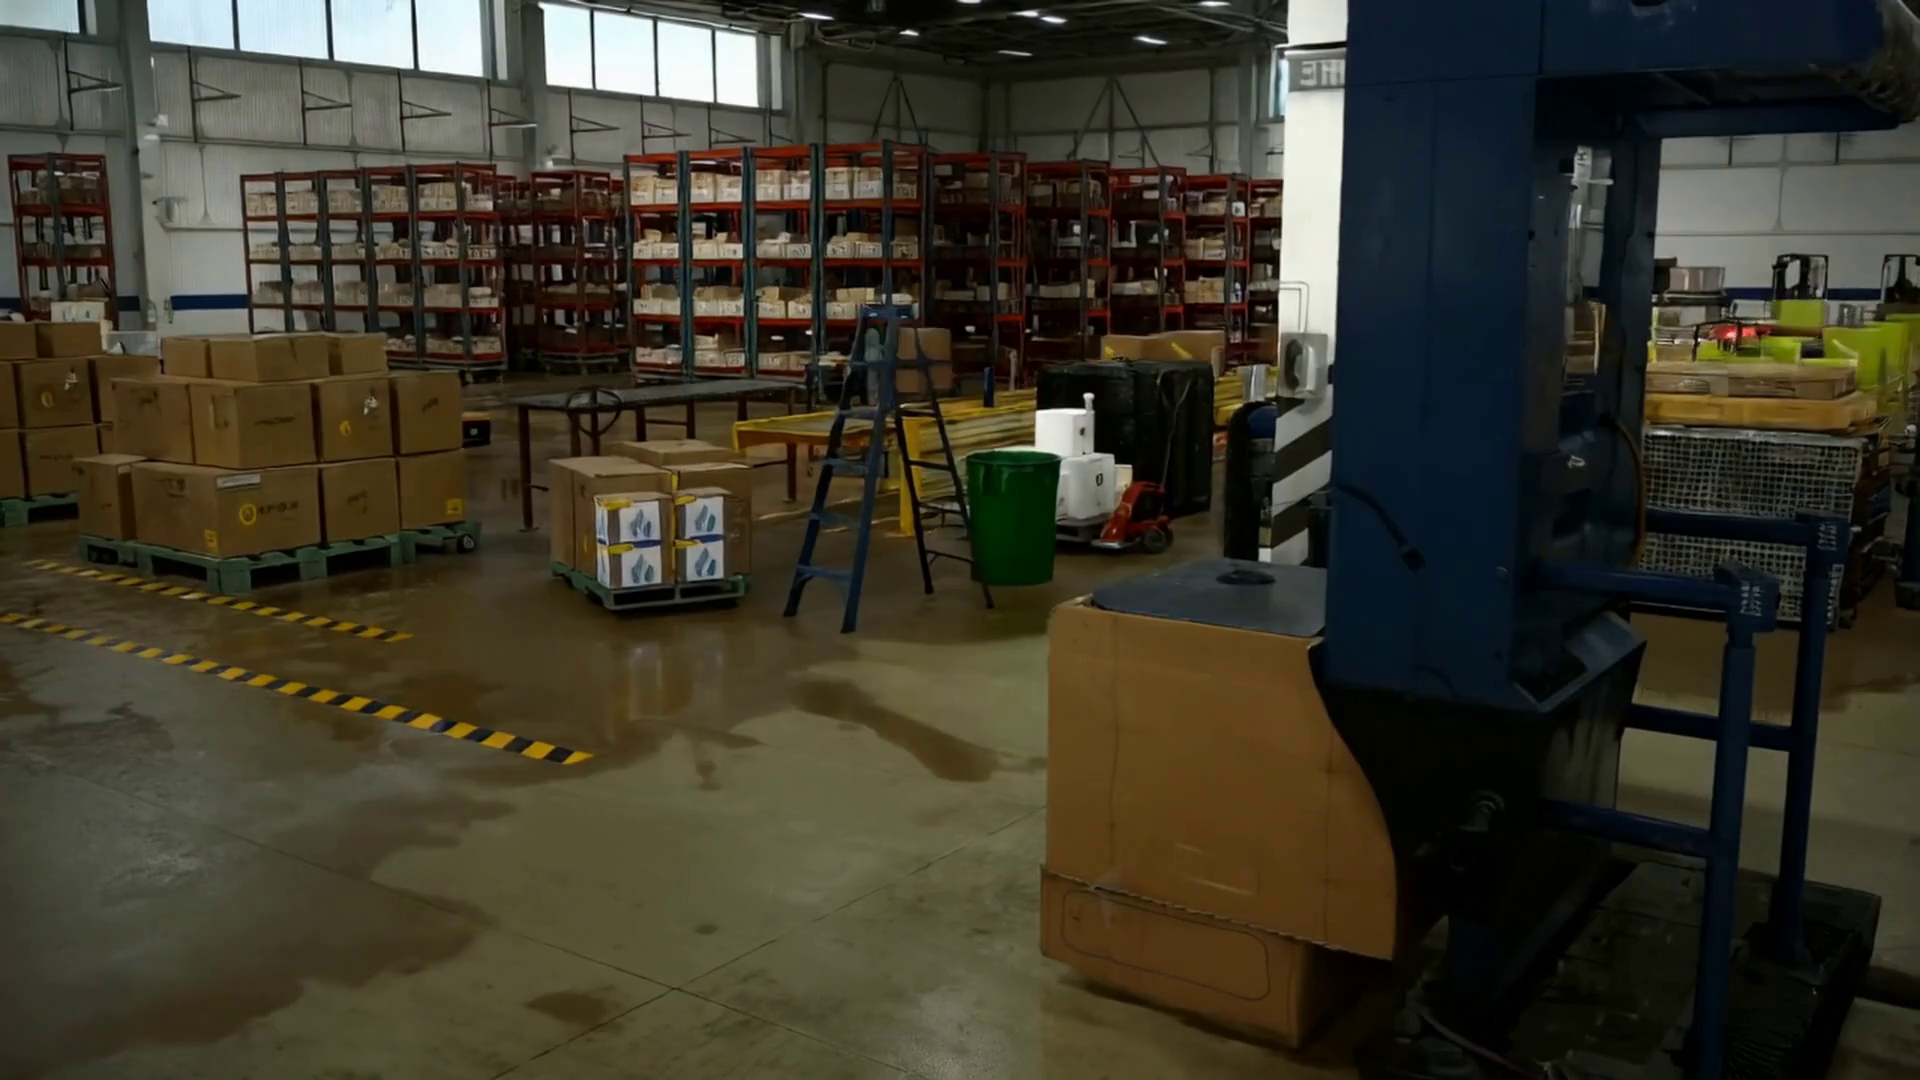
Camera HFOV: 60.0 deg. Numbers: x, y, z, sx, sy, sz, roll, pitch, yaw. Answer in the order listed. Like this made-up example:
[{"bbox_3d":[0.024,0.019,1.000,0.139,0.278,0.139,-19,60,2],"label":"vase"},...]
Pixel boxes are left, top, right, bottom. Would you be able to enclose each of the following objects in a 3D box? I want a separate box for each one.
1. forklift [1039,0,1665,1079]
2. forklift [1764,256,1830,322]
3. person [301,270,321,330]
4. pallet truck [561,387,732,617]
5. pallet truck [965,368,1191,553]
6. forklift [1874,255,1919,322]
[{"bbox_3d":[1.249,-0.137,4.360,1.873,2.768,1.129,7,12,35],"label":"forklift"},{"bbox_3d":[20.253,-5.854,40.139,1.157,1.987,2.680,7,12,35],"label":"forklift"},{"bbox_3d":[-13.237,-4.598,34.008,0.378,1.842,0.569,-1,10,-8],"label":"person"},{"bbox_3d":[-1.981,-0.274,10.088,0.680,1.201,1.601,-5,11,-28],"label":"pallet truck"},{"bbox_3d":[0.845,-0.609,11.869,1.630,1.274,0.653,7,12,35],"label":"pallet truck"},{"bbox_3d":[22.089,-5.634,38.796,1.157,1.987,2.680,6,11,33],"label":"forklift"}]
